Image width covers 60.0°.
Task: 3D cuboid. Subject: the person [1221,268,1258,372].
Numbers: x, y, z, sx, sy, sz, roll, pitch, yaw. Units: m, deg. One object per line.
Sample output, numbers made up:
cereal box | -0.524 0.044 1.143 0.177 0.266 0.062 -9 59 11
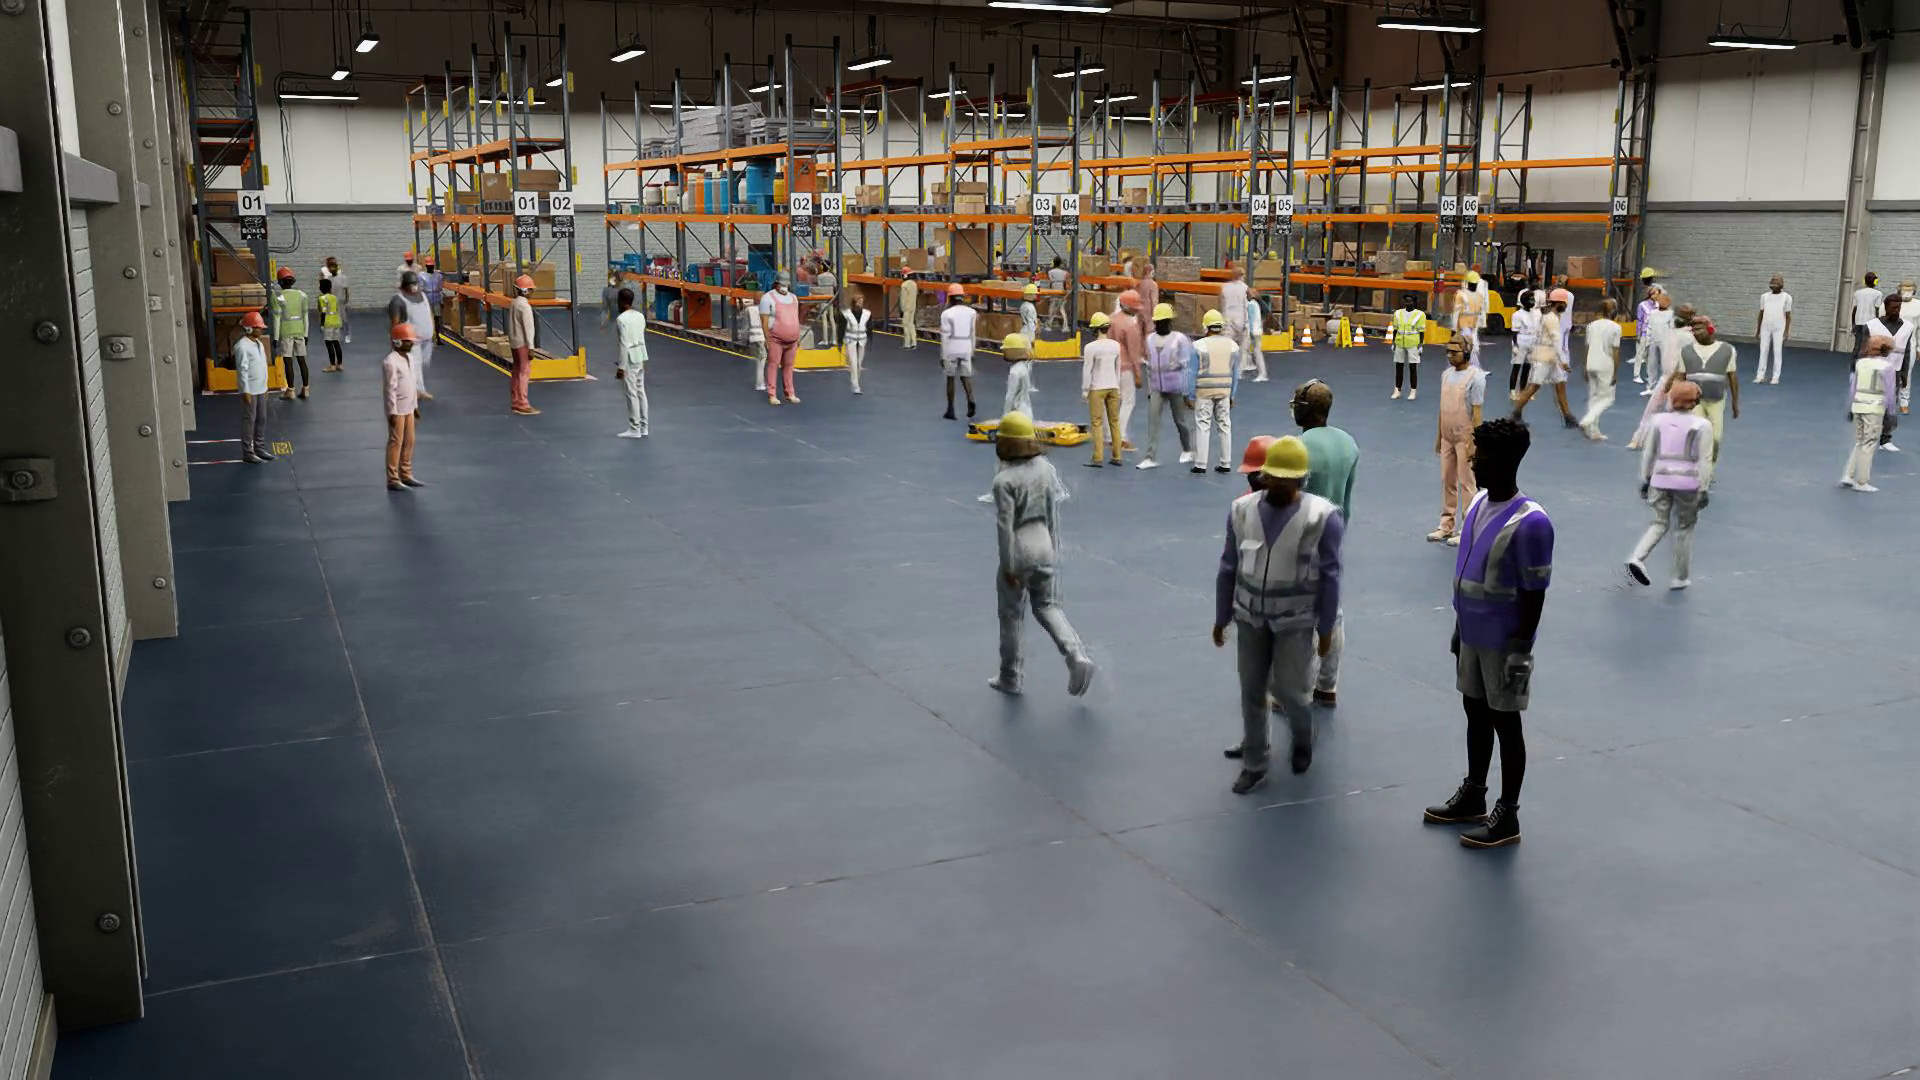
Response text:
person | 5.070 -3.982 30.173 0.655 1.871 0.887 9 14 39

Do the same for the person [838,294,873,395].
person | -1.700 -3.161 26.737 0.559 1.594 0.837 -5 12 -22

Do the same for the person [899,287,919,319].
person | -1.277 -6.719 44.213 0.890 1.827 0.536 10 15 42

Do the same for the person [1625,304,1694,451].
person | 8.477 -1.936 19.997 0.674 1.795 0.594 -1 11 -3

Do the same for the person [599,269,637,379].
person | -5.958 -3.729 28.829 0.643 1.900 0.853 5 12 24

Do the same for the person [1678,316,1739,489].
person | 7.856 -1.445 17.482 0.634 1.807 0.556 8 14 36

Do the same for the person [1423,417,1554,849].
person | 2.430 0.418 7.593 0.368 1.966 0.603 -2 11 -12

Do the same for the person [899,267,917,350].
person | -1.123 -4.885 35.094 0.345 1.747 0.573 5 12 26

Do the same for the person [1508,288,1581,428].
person | 7.891 -2.419 22.275 1.036 1.884 0.547 5 12 22

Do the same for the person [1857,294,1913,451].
person | 11.193 -2.027 20.170 0.592 1.910 0.378 0 11 2

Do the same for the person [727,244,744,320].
person | -6.104 -6.999 45.099 0.615 2.041 0.390 9 15 40

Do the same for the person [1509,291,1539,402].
person | 8.648 -2.965 25.471 0.541 1.697 0.315 -7 13 -31

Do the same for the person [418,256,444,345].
person | -11.511 -5.205 36.242 0.544 1.939 0.372 -8 13 -34

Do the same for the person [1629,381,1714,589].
person | 5.403 -0.404 12.660 0.552 1.613 0.558 -9 14 -39

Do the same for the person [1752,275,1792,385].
person | 13.667 -3.529 27.967 0.516 1.842 0.328 10 15 42

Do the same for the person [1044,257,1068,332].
person | 2.368 -5.946 40.329 0.551 1.827 0.982 -5 12 -25

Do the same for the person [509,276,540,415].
person | -6.260 -2.800 23.914 0.421 1.983 0.617 -7 13 -33

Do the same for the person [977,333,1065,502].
person | 0.635 -1.189 16.425 0.868 1.704 0.488 1 11 5

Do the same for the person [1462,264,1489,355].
person | 10.448 -4.634 33.622 0.604 1.848 0.738 -3 12 -15

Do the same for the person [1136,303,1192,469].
person | 2.379 -1.768 18.965 0.625 1.876 1.013 8 14 37

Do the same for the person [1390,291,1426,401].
person | 6.911 -2.995 25.657 0.538 1.690 0.318 9 14 37

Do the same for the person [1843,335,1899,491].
person | 9.452 -1.310 17.251 0.382 1.628 0.531 -2 11 -9

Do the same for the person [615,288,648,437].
person | -4.226 -2.277 21.418 0.391 1.918 0.590 3 12 16

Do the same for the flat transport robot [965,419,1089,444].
flat transport robot | 0.850 -1.381 21.061 1.431 0.197 0.652 5 12 23

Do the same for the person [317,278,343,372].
person | -11.460 -3.896 30.207 0.317 1.695 0.540 2 11 10

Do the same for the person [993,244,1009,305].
person | 1.218 -8.148 51.249 0.592 1.920 0.392 6 13 28

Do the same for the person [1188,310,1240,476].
person | 2.776 -1.617 18.319 0.586 1.823 0.404 -4 12 -18

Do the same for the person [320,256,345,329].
person | -15.596 -6.159 41.364 0.596 1.821 0.591 11 15 43

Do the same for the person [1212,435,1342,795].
person | 1.571 0.370 8.245 0.613 1.810 0.451 7 13 30

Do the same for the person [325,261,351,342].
person | -13.723 -5.247 36.754 0.520 1.833 0.903 -1 11 -7

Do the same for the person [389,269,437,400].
person | -8.513 -3.215 25.871 0.834 2.000 0.691 8 13 34
